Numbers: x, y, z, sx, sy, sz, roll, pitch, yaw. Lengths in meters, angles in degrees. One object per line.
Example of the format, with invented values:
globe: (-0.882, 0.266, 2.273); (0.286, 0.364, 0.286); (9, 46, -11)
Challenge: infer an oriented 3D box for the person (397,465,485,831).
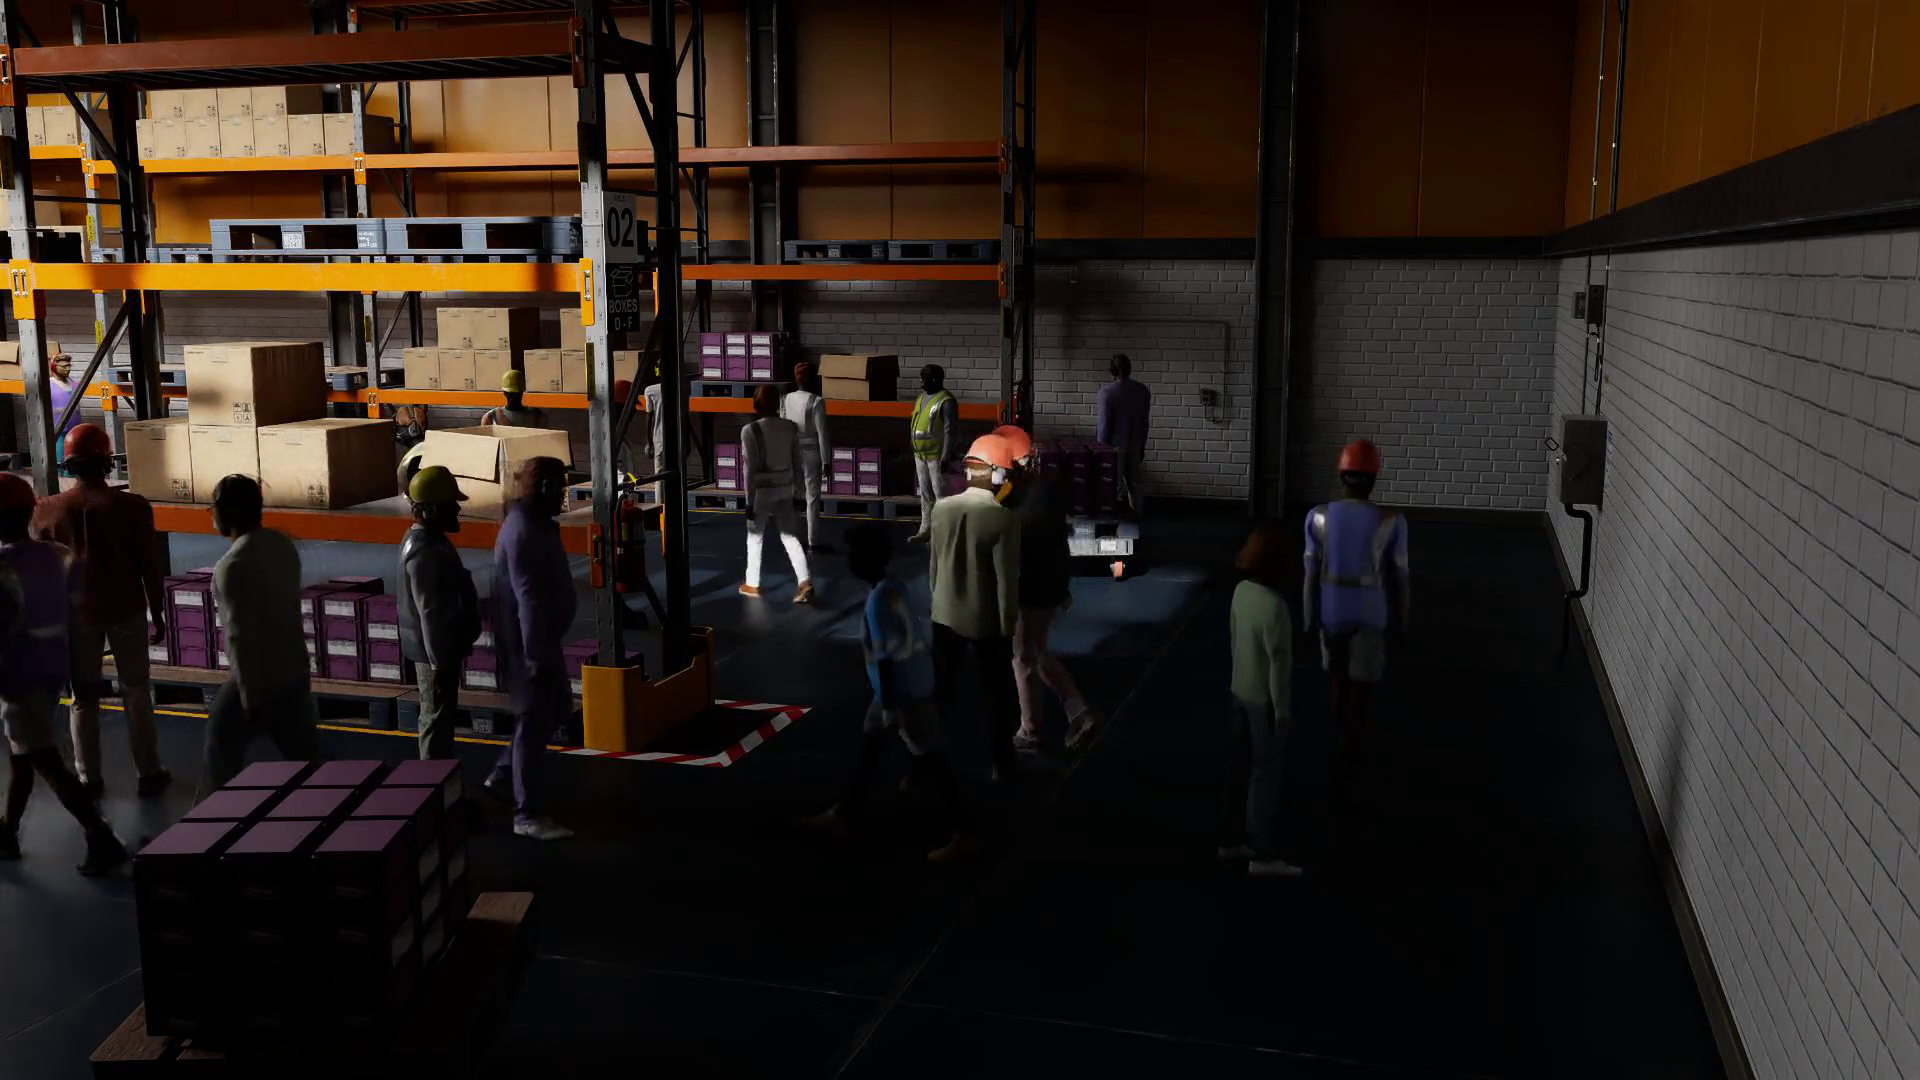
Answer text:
person: (-2.598, 0.537, 8.335); (0.404, 1.831, 0.600); (-3, 10, -18)

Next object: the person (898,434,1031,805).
person: (0.024, 0.419, 8.776); (0.658, 1.940, 1.027); (7, 11, 35)

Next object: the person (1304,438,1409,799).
person: (2.104, 0.409, 8.916); (0.555, 1.906, 0.912); (4, 10, 24)

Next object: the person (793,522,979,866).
person: (-0.350, 0.722, 7.870); (0.969, 1.608, 0.543); (0, 9, 3)

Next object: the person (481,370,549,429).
person: (-3.895, -0.541, 14.663); (0.581, 1.919, 0.393); (-5, 10, -26)

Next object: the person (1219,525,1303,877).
person: (1.400, 0.741, 7.712); (0.278, 1.630, 0.503); (-2, 10, -14)

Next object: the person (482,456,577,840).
person: (-2.112, 0.536, 8.200); (0.444, 1.889, 0.816); (-1, 9, -8)

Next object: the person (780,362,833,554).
person: (-1.509, -0.799, 16.324); (0.584, 1.882, 0.346); (6, 11, 34)

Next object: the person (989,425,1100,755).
person: (0.436, 0.307, 9.411); (0.520, 1.937, 0.697); (5, 11, 30)

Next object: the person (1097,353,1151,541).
person: (1.647, -0.933, 16.982); (0.627, 1.938, 0.372); (-5, 11, -30)

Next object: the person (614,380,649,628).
person: (-2.640, -0.282, 13.006); (0.353, 1.939, 0.544); (-2, 10, -12)

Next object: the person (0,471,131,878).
person: (-4.279, 0.621, 7.665); (0.998, 1.893, 0.563); (3, 10, 16)

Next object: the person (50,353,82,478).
person: (-10.201, -1.202, 18.906); (0.374, 1.840, 0.571); (2, 10, 15)

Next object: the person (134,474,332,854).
person: (-3.286, 0.641, 7.583); (0.995, 1.878, 0.618); (1, 9, 7)

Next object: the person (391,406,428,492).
person: (-3.854, -0.043, 11.881); (0.429, 1.836, 0.625); (-3, 10, -16)

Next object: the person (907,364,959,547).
person: (-0.282, -0.851, 16.774); (0.429, 1.844, 0.627); (-6, 11, -34)

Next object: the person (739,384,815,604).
person: (-1.541, -0.387, 13.948); (0.588, 1.851, 0.947); (-7, 12, -37)

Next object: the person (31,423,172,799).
person: (-4.525, 0.380, 8.795); (0.611, 1.997, 0.375); (-3, 10, -16)

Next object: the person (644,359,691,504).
person: (-3.163, -1.062, 18.019); (0.499, 1.861, 0.327); (-4, 10, -22)
